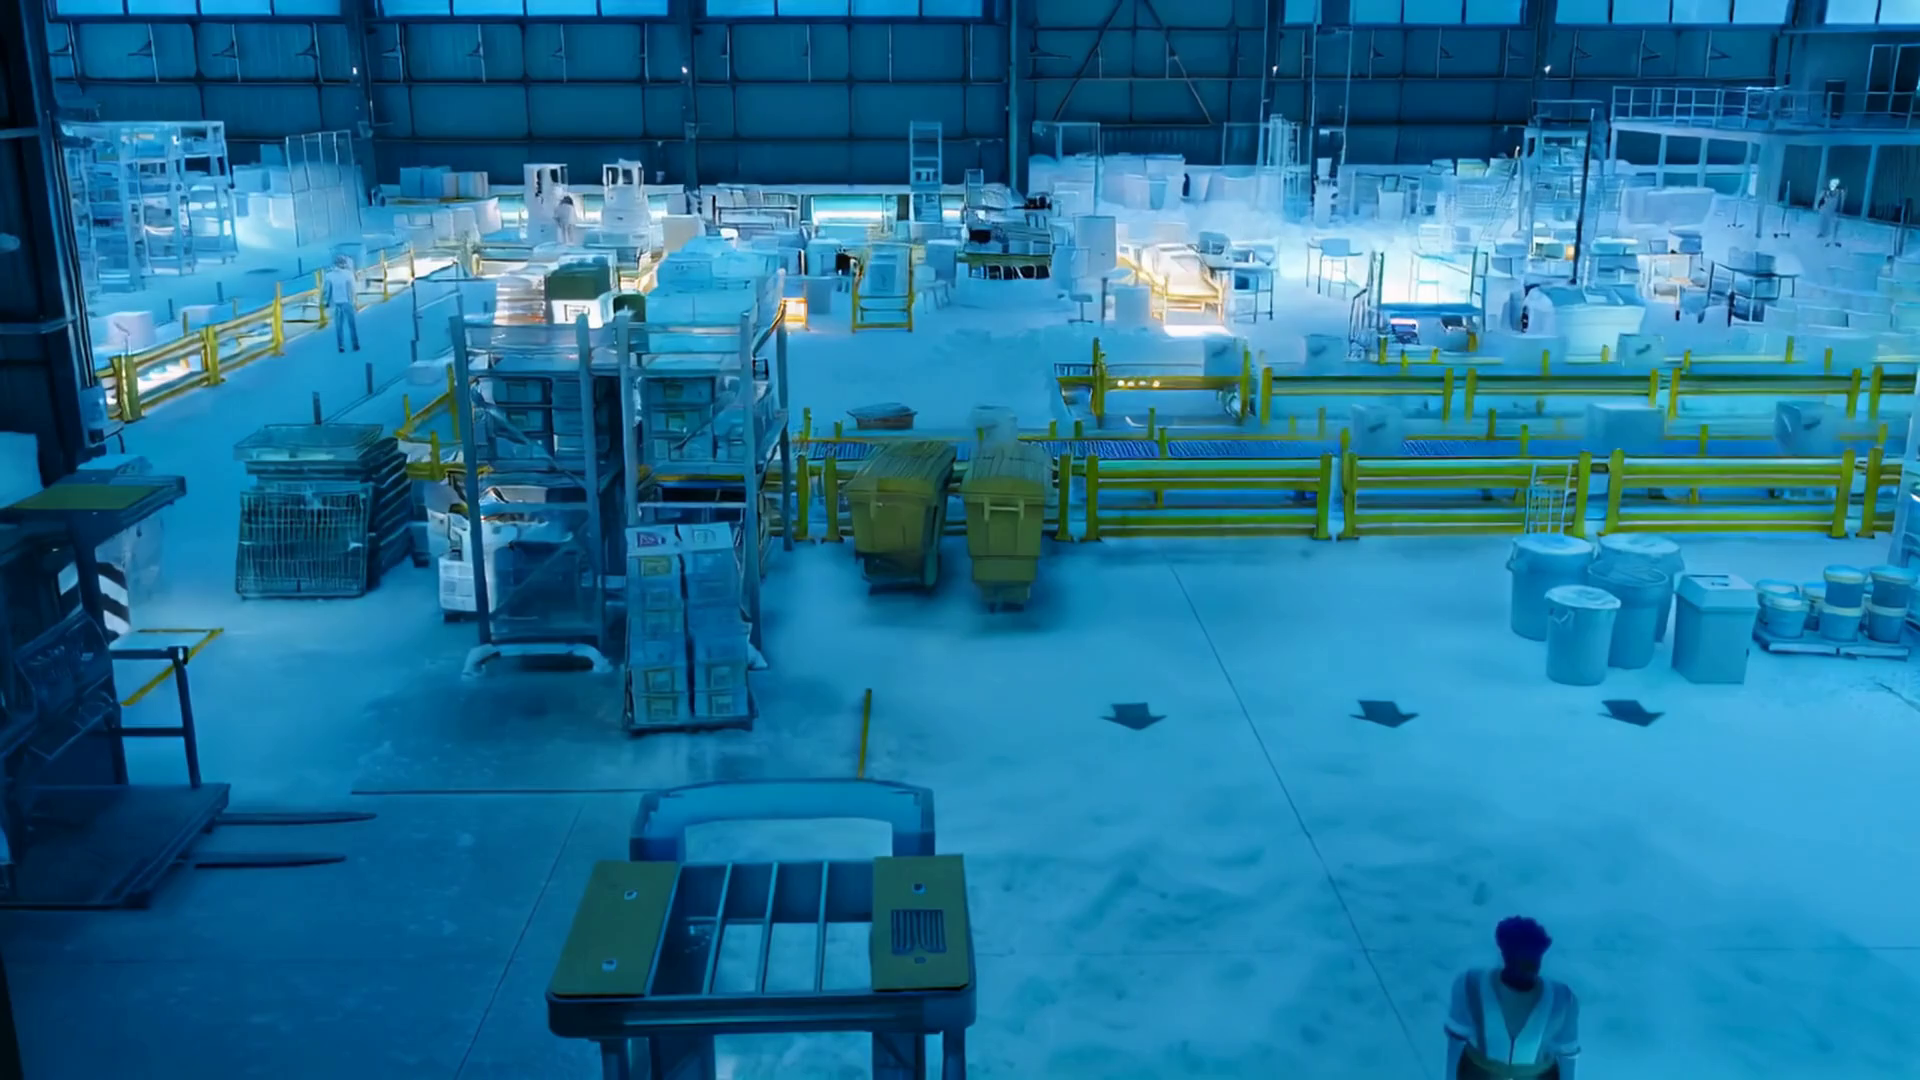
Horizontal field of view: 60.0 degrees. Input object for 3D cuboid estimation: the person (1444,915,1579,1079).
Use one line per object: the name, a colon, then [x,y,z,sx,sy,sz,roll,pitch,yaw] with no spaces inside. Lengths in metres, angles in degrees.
person: [2.312,2.348,7.043,0.542,1.686,0.389,4,17,14]

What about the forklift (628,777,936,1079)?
forklift: [-0.542,2.165,5.552,1.129,2.768,1.873,-1,16,-2]

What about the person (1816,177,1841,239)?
person: [25.494,-9.732,48.814,0.534,1.810,0.688,-1,16,-4]

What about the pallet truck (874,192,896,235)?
pallet truck: [-2.277,-9.986,50.594,0.653,1.274,1.630,0,16,-1]

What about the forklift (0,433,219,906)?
forklift: [-5.952,0.780,10.366,1.873,2.768,1.129,0,16,-1]

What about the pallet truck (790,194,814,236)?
pallet truck: [-4.814,-9.883,50.259,0.704,1.261,1.522,-1,16,-3]

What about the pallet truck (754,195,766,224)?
pallet truck: [-6.051,-9.967,50.660,0.680,1.201,1.601,0,16,-1]

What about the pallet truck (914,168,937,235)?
pallet truck: [-0.989,-10.316,50.507,0.823,1.965,1.885,1,16,3]

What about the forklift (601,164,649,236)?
forklift: [-9.948,-10.127,49.296,1.157,1.987,2.680,-1,16,-3]

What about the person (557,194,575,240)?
person: [-9.885,-7.746,41.780,0.407,1.887,0.665,-12,20,-35]

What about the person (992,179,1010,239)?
person: [1.120,-8.873,45.528,0.655,1.979,0.710,-1,16,-5]

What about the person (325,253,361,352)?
person: [-11.081,-4.261,29.871,0.533,1.767,0.324,-3,16,-11]

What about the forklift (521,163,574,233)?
forklift: [-12.233,-10.122,49.298,1.157,1.987,2.680,0,16,-1]

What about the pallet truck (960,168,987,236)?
pallet truck: [0.383,-10.230,50.206,0.823,1.965,1.885,-1,16,-3]
